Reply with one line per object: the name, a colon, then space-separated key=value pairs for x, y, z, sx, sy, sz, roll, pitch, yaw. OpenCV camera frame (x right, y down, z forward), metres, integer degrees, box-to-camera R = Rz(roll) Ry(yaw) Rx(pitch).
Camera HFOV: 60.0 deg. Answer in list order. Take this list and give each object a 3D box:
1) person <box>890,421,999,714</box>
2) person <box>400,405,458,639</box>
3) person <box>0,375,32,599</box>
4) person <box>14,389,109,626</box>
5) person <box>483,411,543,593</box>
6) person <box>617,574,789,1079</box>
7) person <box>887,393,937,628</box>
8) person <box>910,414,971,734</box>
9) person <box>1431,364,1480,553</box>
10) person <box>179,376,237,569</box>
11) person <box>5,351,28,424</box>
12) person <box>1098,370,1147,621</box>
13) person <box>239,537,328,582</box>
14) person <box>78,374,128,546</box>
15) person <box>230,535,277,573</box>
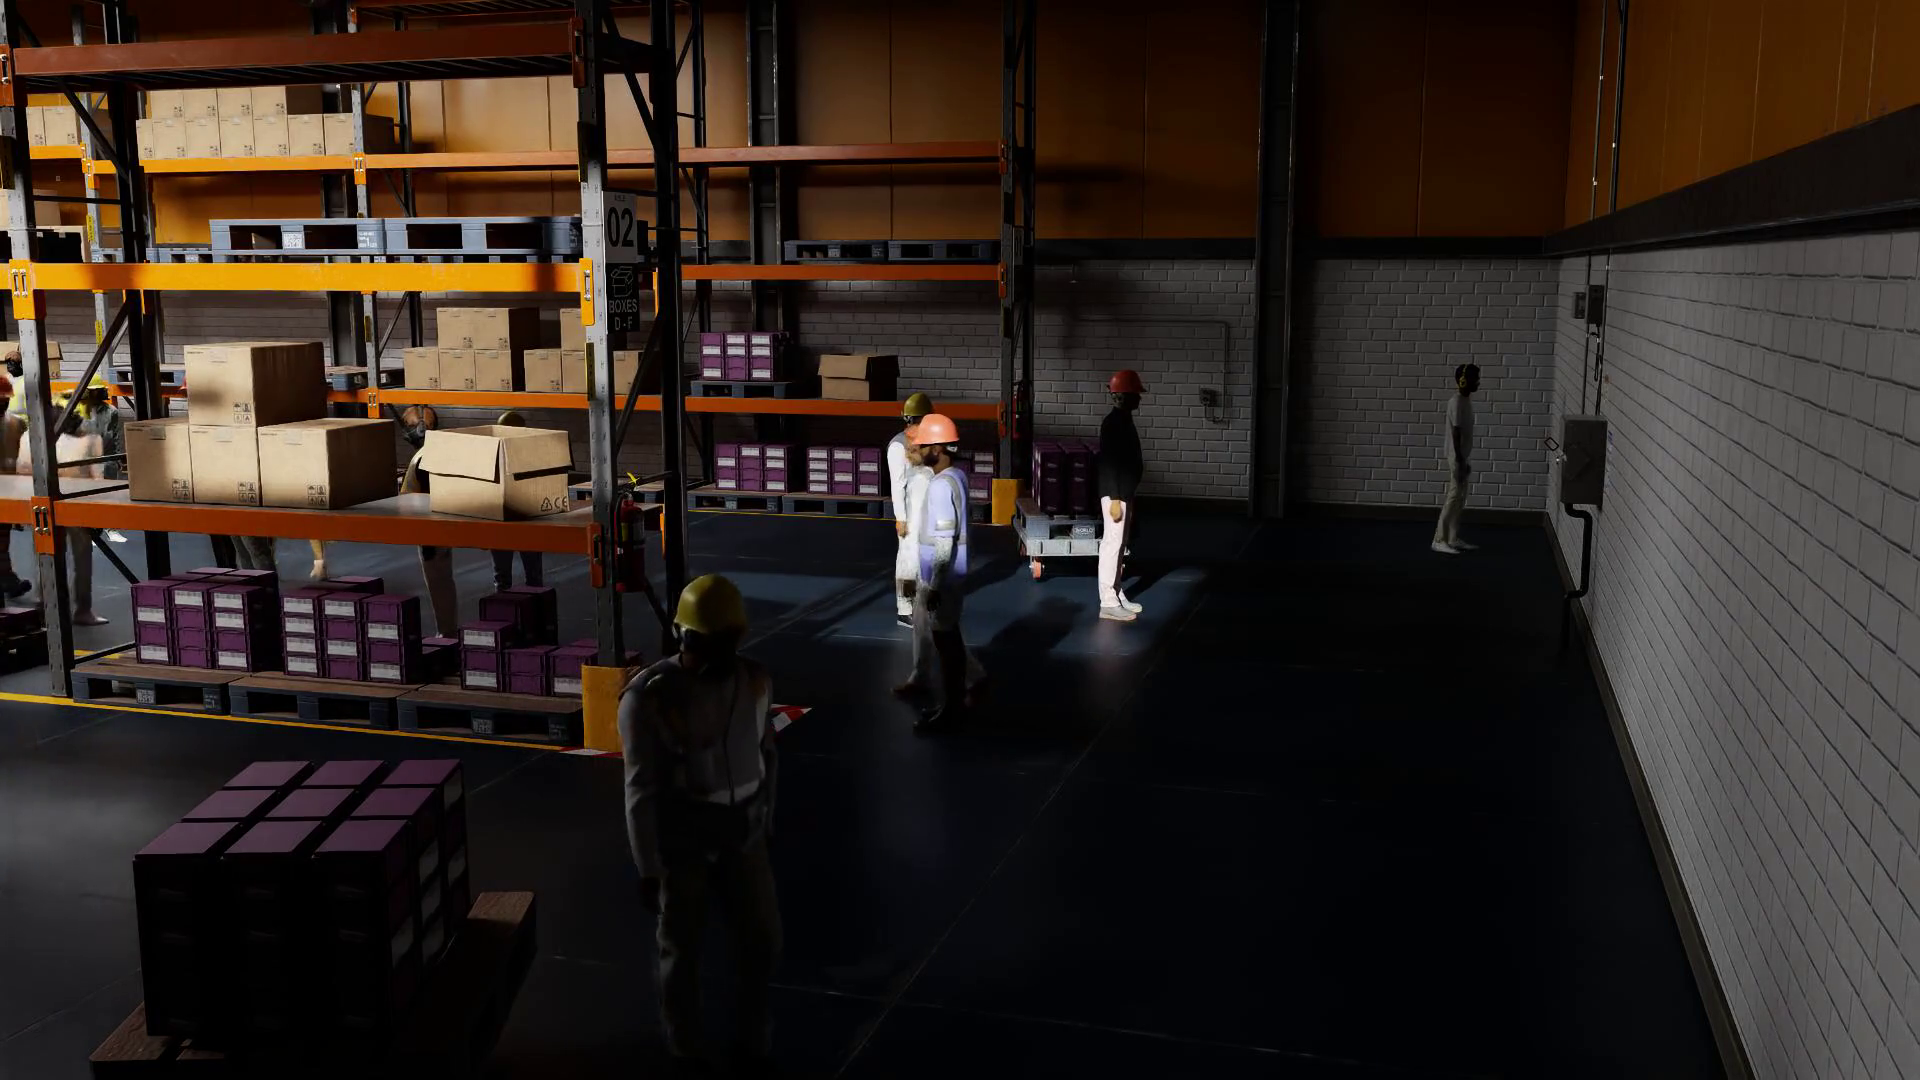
person: x=-0.098 y=0.158 z=10.583 sx=0.803 sy=1.857 sz=0.657 roll=3 pitch=10 yaw=18
person: x=-3.792 y=-0.049 z=11.915 sx=0.430 sy=1.835 sz=0.619 roll=-3 pitch=10 yaw=-16
person: x=-8.107 y=-0.446 z=14.128 sx=0.975 sy=1.891 sz=0.568 roll=7 pitch=12 yaw=36
person: x=-7.013 y=-0.227 z=12.875 sx=0.758 sy=1.879 sz=0.399 roll=-5 pitch=10 yaw=-26
person: x=-3.258 y=-0.061 z=12.189 sx=0.530 sy=1.765 sz=0.325 roll=-2 pitch=9 yaw=-11
person: x=-0.819 y=1.009 z=5.537 sx=0.614 sy=1.808 sz=0.606 roll=-7 pitch=11 yaw=-35
person: x=-0.321 y=-0.236 z=13.048 sx=0.404 sy=1.832 sz=0.599 roll=5 pitch=11 yaw=30
person: x=-0.124 y=0.203 z=10.060 sx=0.364 sy=1.934 sz=0.553 roll=2 pitch=9 yaw=10
person: x=4.937 y=-0.802 z=16.465 sx=0.451 sy=1.869 sz=0.590 roll=4 pitch=10 yaw=24
person: x=-6.558 y=-0.525 z=14.492 sx=0.373 sy=1.934 sz=0.551 roll=-1 pitch=9 yaw=-5
person: x=-11.068 y=-1.316 z=19.646 sx=0.625 sy=1.837 sz=0.428 roll=4 pitch=10 yaw=24
person: x=1.295 y=-0.367 z=13.348 sx=0.381 sy=1.996 sz=0.608 roll=3 pitch=10 yaw=18
person: x=-6.061 y=-0.598 z=14.866 sx=0.898 sy=1.984 sz=0.635 roll=4 pitch=10 yaw=23
person: x=-8.728 y=-0.816 z=16.854 sx=0.296 sy=1.744 sz=0.488 roll=7 pitch=11 yaw=35
person: x=-5.662 y=-0.309 z=13.172 sx=0.637 sy=1.938 sz=0.357 roll=9 pitch=13 yaw=43
